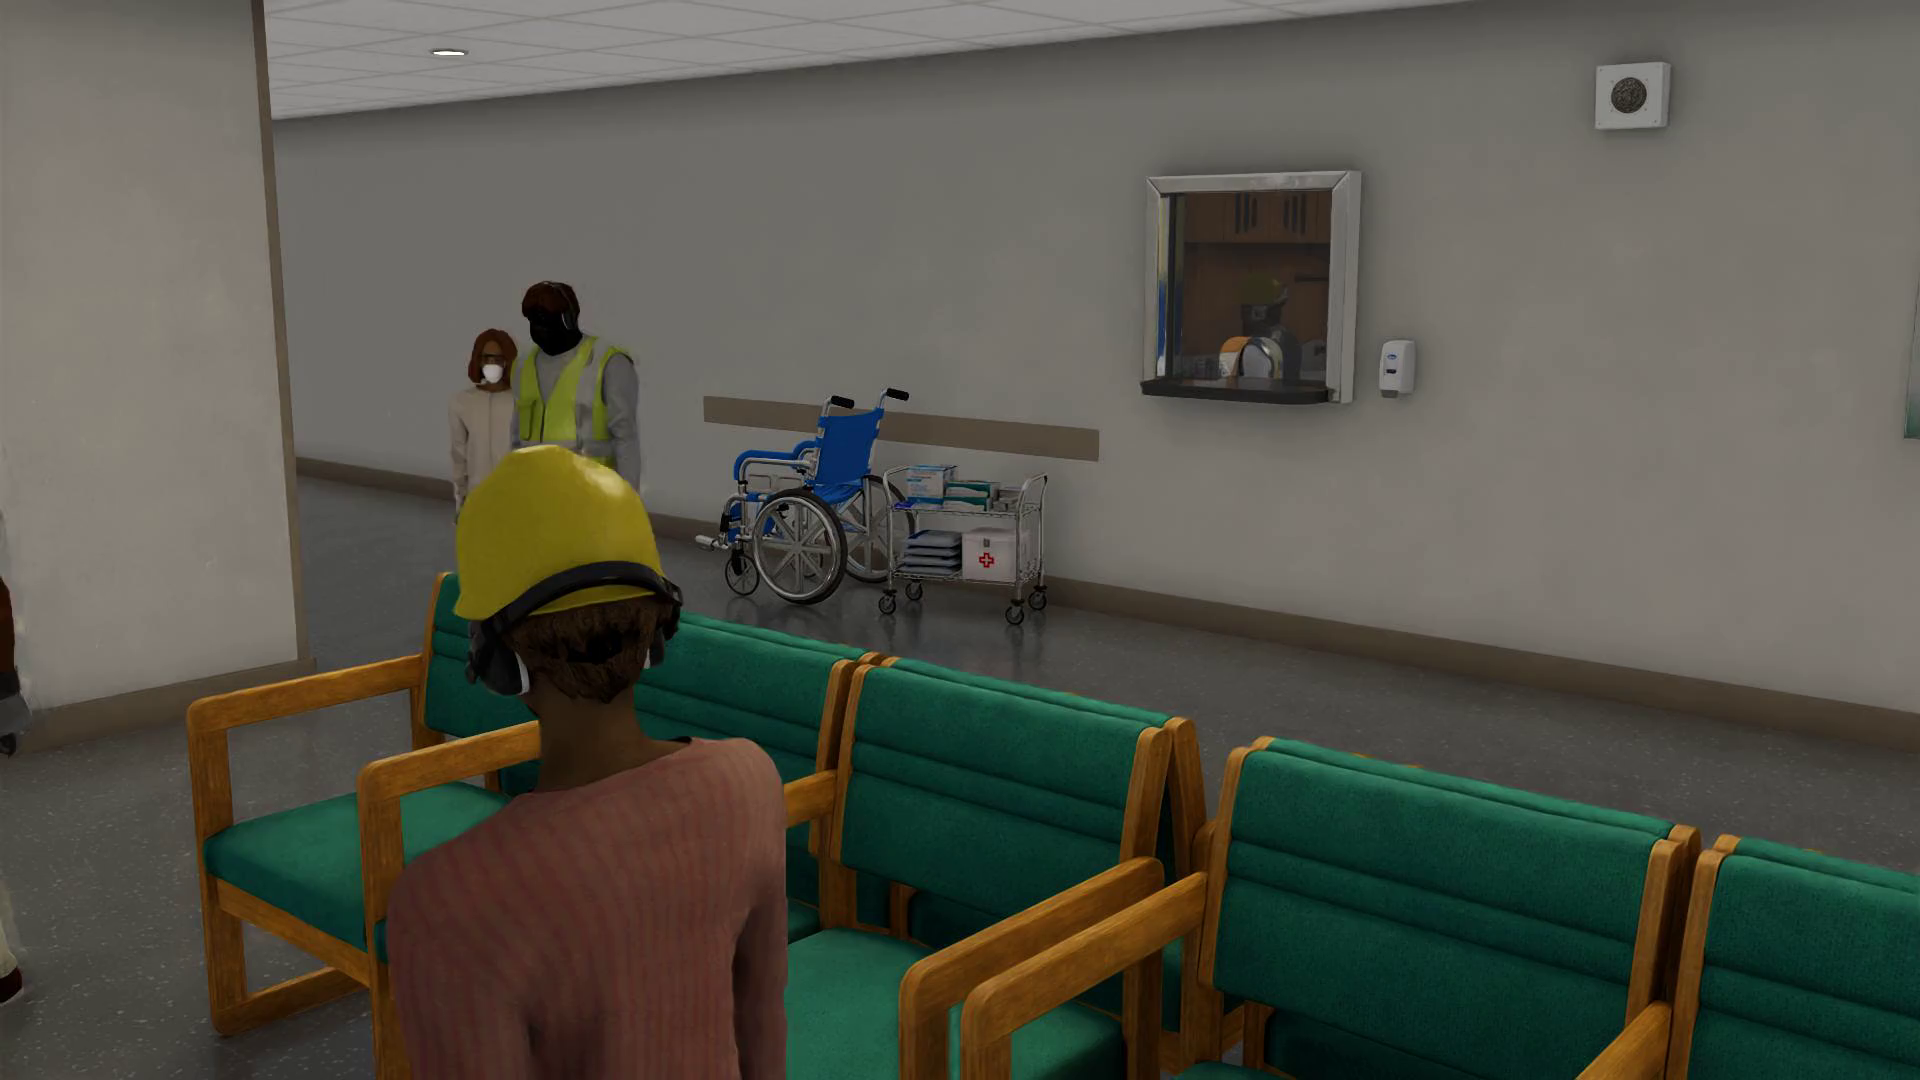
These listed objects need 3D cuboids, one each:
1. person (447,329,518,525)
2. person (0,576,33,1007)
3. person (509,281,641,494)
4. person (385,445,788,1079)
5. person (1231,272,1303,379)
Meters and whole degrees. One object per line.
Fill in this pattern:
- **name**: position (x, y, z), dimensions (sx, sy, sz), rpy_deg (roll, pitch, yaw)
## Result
- **person**: position (-2.115, -0.192, 7.778), dimensions (0.508, 1.600, 0.817), rpy_deg (0, 10, 1)
- **person**: position (-2.563, 0.380, 3.853), dimensions (0.520, 1.834, 0.900), rpy_deg (2, 10, 12)
- **person**: position (-1.655, -0.189, 7.114), dimensions (0.640, 1.823, 0.442), rpy_deg (4, 11, 24)
- **person**: position (-0.376, 0.781, 1.759), dimensions (0.325, 1.765, 0.530), rpy_deg (6, 12, 31)
- **person**: position (1.617, -0.525, 8.996), dimensions (0.403, 1.832, 0.586), rpy_deg (5, 11, 28)
